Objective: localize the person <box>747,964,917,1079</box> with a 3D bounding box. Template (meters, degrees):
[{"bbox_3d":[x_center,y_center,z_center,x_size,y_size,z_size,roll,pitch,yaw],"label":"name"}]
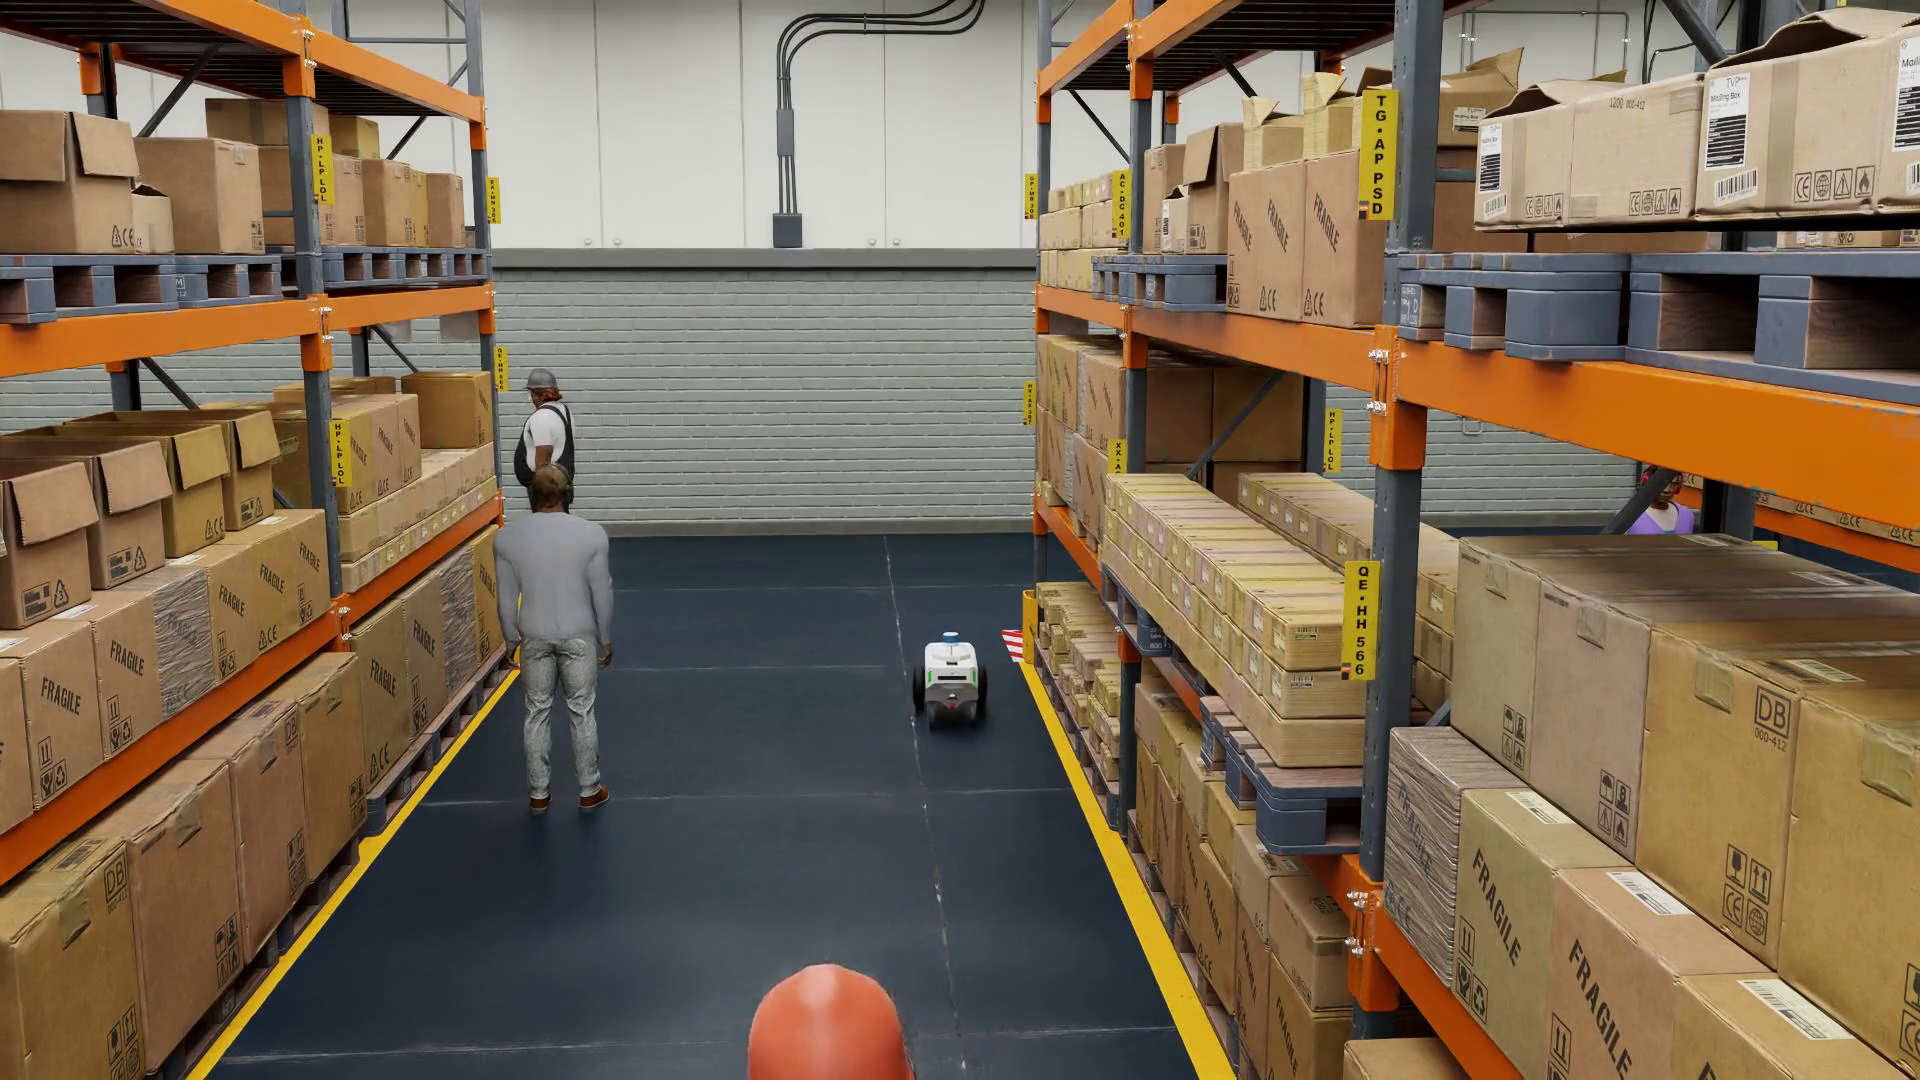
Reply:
[{"bbox_3d":[-0.173,1.605,2.536,0.633,2.023,0.432,-2,10,-9],"label":"person"}]

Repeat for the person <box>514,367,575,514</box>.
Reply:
[{"bbox_3d":[-3.830,-0.573,15.318,0.536,2.000,0.688,1,10,8],"label":"person"}]

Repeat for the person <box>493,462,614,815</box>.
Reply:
[{"bbox_3d":[-2.196,0.540,9.068,0.629,1.940,0.372,-1,10,-4],"label":"person"}]

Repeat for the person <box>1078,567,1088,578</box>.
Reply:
[{"bbox_3d":[1.301,-0.604,15.798,0.356,1.938,0.638,-2,10,-10],"label":"person"}]

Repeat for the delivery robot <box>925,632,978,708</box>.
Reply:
[{"bbox_3d":[-0.061,0.855,11.004,0.477,0.478,0.707,0,10,-2],"label":"delivery robot"}]

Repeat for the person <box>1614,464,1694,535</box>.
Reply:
[{"bbox_3d":[4.184,0.407,10.131,0.564,1.841,0.394,-4,10,-22],"label":"person"}]
